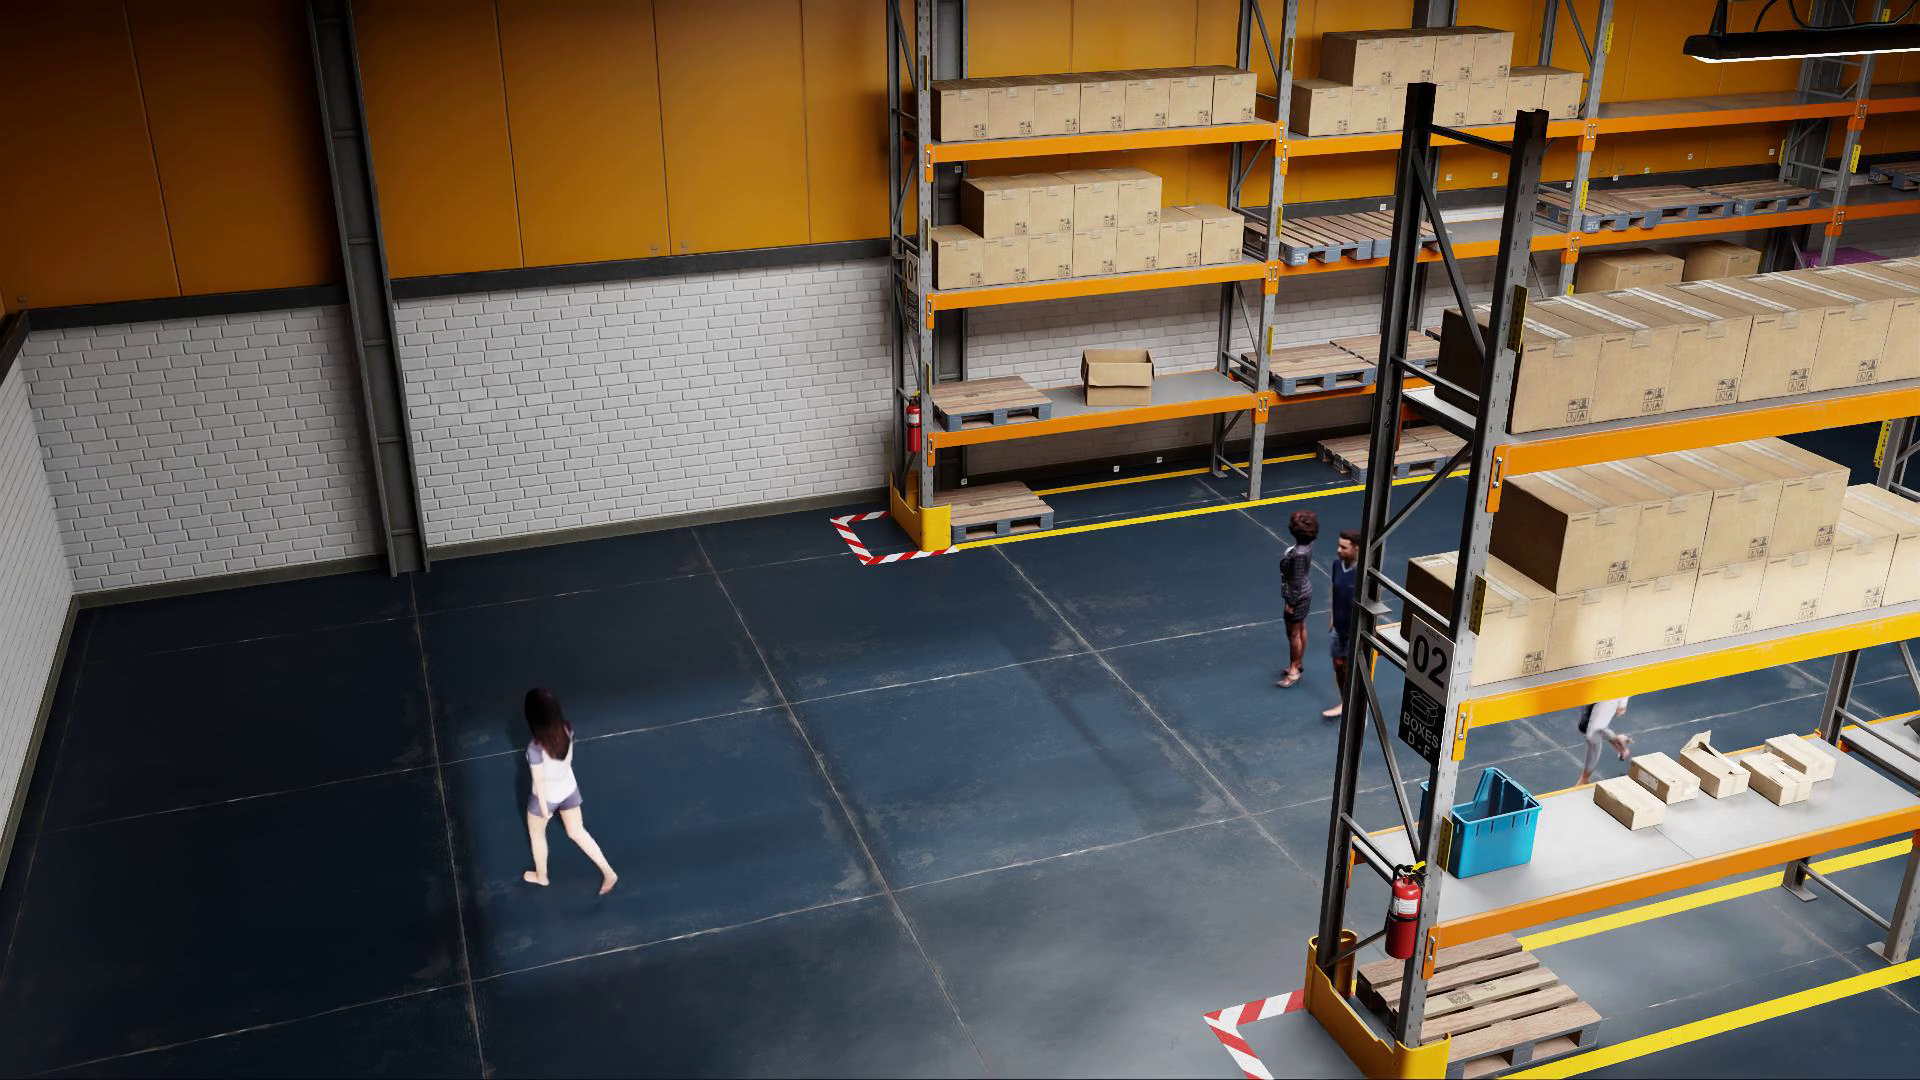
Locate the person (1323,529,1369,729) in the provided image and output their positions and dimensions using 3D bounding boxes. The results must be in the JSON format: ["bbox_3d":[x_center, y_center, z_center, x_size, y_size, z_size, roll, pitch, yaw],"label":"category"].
[{"bbox_3d":[3.368,0.741,14.210,0.632,1.830,0.650,-12,26,-25],"label":"person"}]

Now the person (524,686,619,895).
[{"bbox_3d":[-2.840,1.829,11.906,1.083,1.681,1.066,12,26,26],"label":"person"}]

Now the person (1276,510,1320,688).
[{"bbox_3d":[3.021,0.516,14.883,0.752,1.702,0.694,10,26,22],"label":"person"}]
